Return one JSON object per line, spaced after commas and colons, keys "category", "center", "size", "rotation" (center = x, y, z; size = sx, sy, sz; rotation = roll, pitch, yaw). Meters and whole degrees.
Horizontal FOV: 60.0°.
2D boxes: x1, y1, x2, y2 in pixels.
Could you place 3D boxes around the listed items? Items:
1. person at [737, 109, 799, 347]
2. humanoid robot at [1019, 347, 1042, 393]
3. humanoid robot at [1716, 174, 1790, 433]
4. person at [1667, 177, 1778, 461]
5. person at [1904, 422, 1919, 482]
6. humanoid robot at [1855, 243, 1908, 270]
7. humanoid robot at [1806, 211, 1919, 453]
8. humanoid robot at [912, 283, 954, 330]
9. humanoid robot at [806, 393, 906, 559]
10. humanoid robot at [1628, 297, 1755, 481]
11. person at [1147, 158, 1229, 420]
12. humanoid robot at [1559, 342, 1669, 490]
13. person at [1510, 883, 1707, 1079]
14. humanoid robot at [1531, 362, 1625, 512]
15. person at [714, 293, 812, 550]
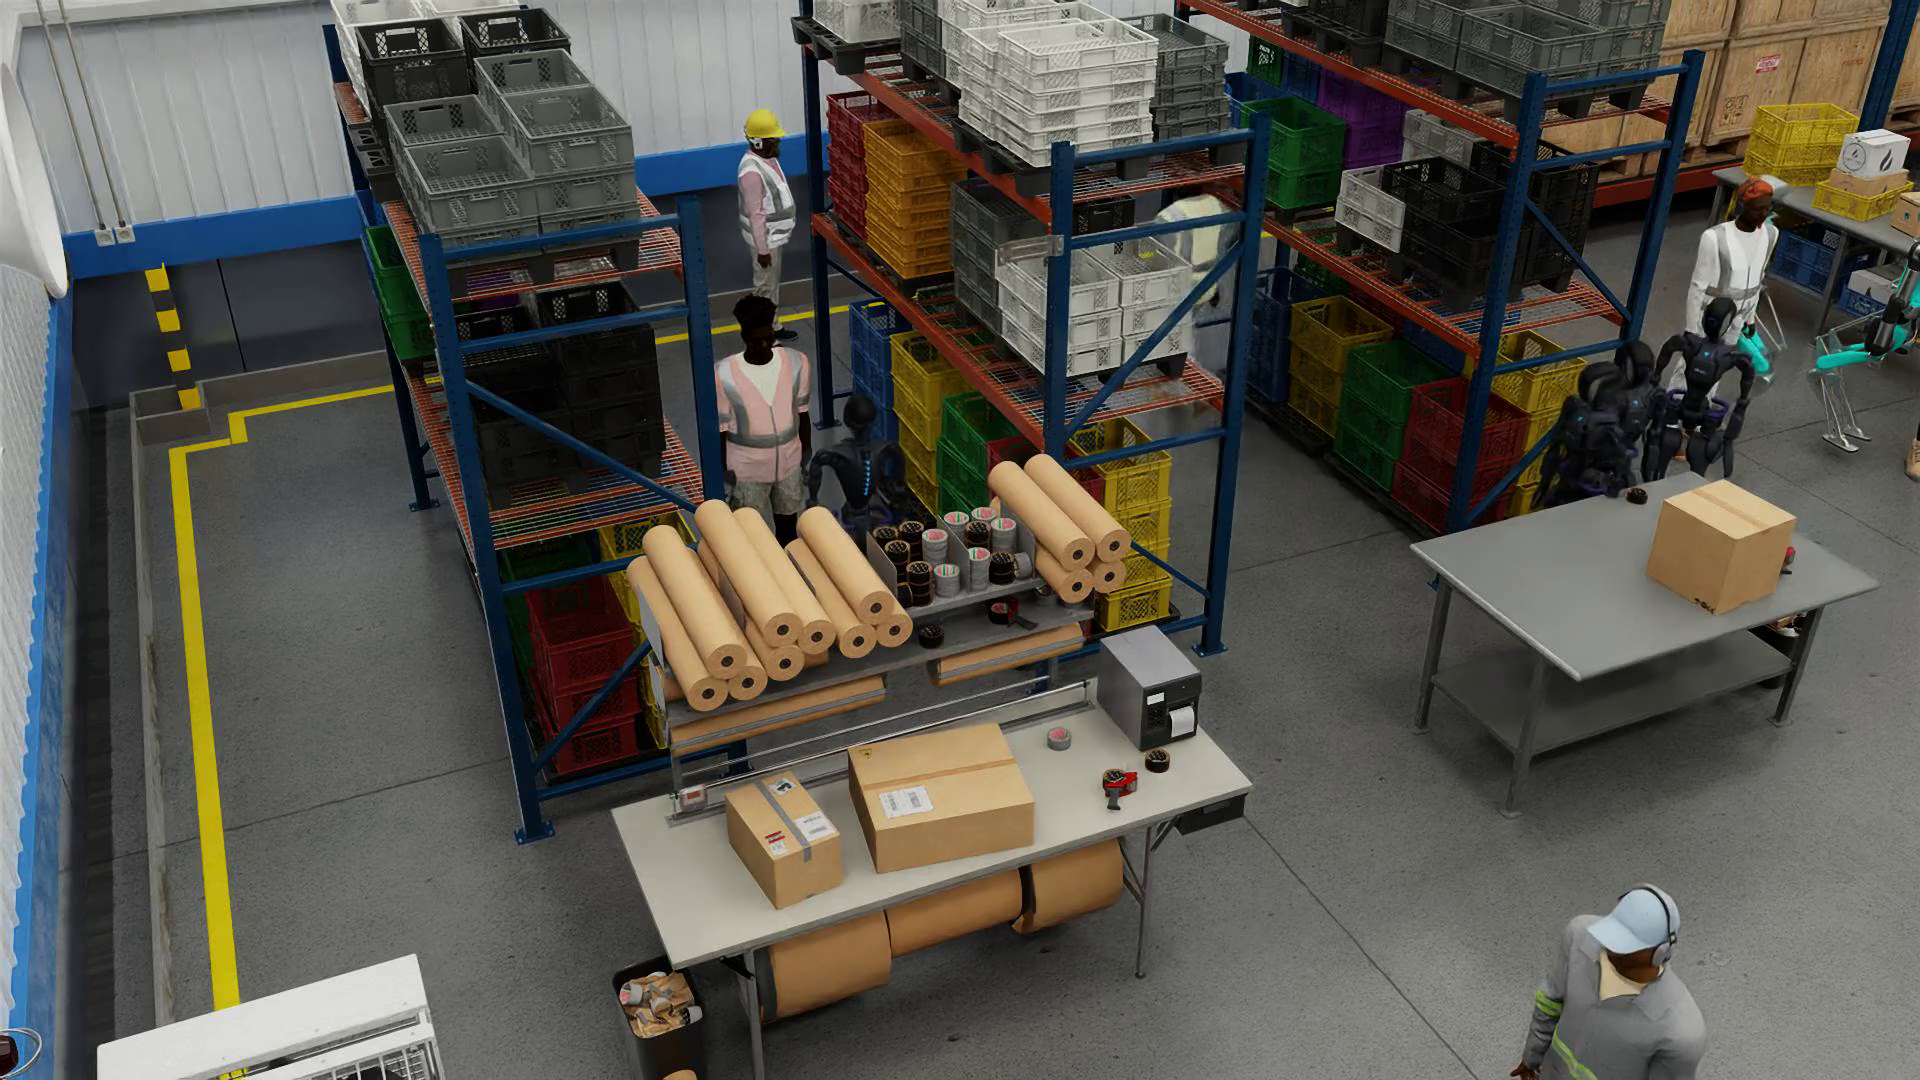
{"category": "person", "center": [-1.388, -2.228, 12.097], "size": [0.404, 1.831, 0.599], "rotation": [1, 32, 2]}
{"category": "humanoid robot", "center": [0.490, -1.796, 11.554], "size": [0.591, 1.635, 0.601], "rotation": [2, 32, 4]}
{"category": "humanoid robot", "center": [5.274, -1.497, 10.939], "size": [0.548, 1.748, 0.679], "rotation": [-26, 40, -36]}
{"category": "person", "center": [4.911, -1.421, 10.739], "size": [0.573, 1.882, 0.361], "rotation": [-10, 33, -16]}
{"category": "person", "center": [6.414, -1.256, 10.337], "size": [0.600, 2.034, 0.413], "rotation": [9, 33, 14]}
{"category": "humanoid robot", "center": [7.287, -2.533, 12.726], "size": [0.538, 1.772, 1.035], "rotation": [-20, 37, -29]}
{"category": "humanoid robot", "center": [5.880, -1.415, 10.740], "size": [0.533, 1.677, 0.735], "rotation": [-23, 38, -32]}
{"category": "humanoid robot", "center": [-0.192, -2.247, 12.097], "size": [0.734, 1.677, 0.532], "rotation": [-18, 36, -26]}
{"category": "humanoid robot", "center": [-0.566, -0.007, 8.668], "size": [0.607, 1.641, 0.607], "rotation": [-14, 34, -21]}
{"category": "humanoid robot", "center": [4.207, -0.625, 9.632], "size": [0.605, 1.649, 0.377], "rotation": [20, 37, 29]}
{"category": "person", "center": [1.547, -1.658, 11.181], "size": [0.632, 1.824, 0.620], "rotation": [-26, 40, -36]}
{"category": "humanoid robot", "center": [3.565, -0.370, 9.225], "size": [0.596, 1.633, 0.373], "rotation": [-6, 32, -10]}
{"category": "person", "center": [2.061, 1.842, 5.469], "size": [0.370, 1.852, 0.588], "rotation": [-14, 34, -21]}
{"category": "humanoid robot", "center": [3.318, -0.197, 8.954], "size": [0.469, 1.653, 0.612], "rotation": [-10, 33, -15]}
{"category": "person", "center": [-1.055, -0.414, 9.026], "size": [0.605, 1.965, 0.368], "rotation": [-17, 35, -25]}
